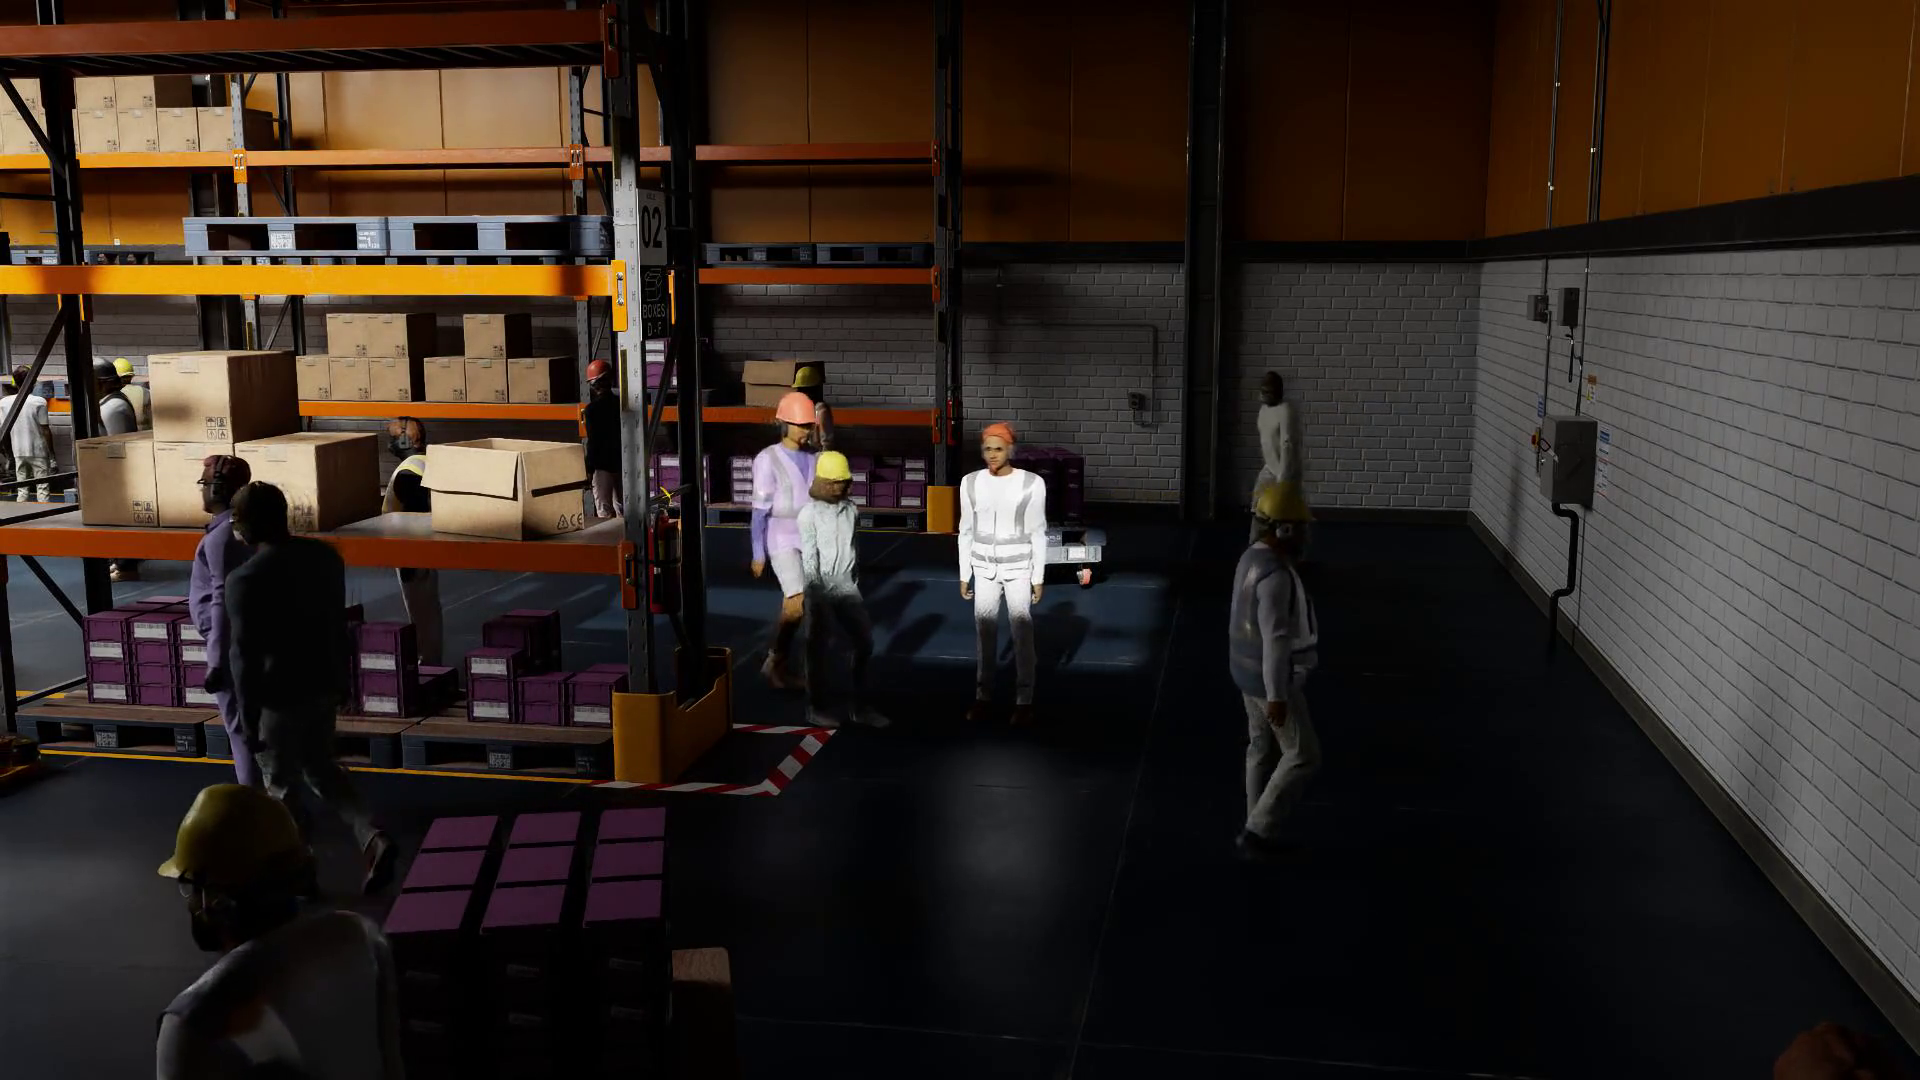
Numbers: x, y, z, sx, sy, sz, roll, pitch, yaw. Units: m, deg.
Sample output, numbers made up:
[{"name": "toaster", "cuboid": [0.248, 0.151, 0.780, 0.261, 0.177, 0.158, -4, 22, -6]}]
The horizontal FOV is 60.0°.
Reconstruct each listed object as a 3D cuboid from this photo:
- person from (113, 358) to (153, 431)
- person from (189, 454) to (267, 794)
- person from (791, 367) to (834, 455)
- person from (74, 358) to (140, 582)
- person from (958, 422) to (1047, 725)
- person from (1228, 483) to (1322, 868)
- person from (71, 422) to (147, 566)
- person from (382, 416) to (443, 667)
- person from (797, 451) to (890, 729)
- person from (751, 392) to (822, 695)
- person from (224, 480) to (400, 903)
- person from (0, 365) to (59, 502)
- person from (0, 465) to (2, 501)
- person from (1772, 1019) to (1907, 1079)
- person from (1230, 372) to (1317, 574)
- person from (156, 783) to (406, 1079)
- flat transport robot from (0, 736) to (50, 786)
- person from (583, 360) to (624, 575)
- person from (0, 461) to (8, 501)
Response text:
[{"name": "person", "cuboid": [-9.307, -1.111, 18.609, 0.404, 1.837, 0.592, 8, 12, 41]}, {"name": "person", "cuboid": [-3.577, 0.527, 8.226, 0.406, 1.910, 0.639, 0, 9, -2]}, {"name": "person", "cuboid": [-1.363, -0.652, 15.501, 0.383, 1.921, 0.586, -4, 10, -24]}, {"name": "person", "cuboid": [-7.709, -0.640, 15.053, 0.537, 2.000, 0.675, -4, 10, -25]}, {"name": "person", "cuboid": [0.256, 0.211, 10.300, 0.575, 1.877, 0.372, 3, 10, 21]}, {"name": "person", "cuboid": [1.467, 0.638, 7.794, 0.414, 1.819, 0.626, 0, 9, -1]}, {"name": "person", "cuboid": [-7.978, -0.654, 15.620, 0.558, 1.894, 0.591, 6, 11, 34]}, {"name": "person", "cuboid": [-3.666, 0.088, 11.162, 0.429, 1.840, 0.635, -1, 9, -8]}, {"name": "person", "cuboid": [-0.717, 0.323, 10.048, 0.502, 1.717, 0.651, -9, 13, -44]}, {"name": "person", "cuboid": [-1.081, 0.031, 10.976, 0.515, 2.017, 0.597, 5, 10, 28]}, {"name": "person", "cuboid": [-2.825, 0.689, 7.200, 0.646, 1.917, 0.662, 4, 10, 24]}, {"name": "person", "cuboid": [-9.364, -0.827, 16.765, 0.521, 1.865, 0.328, 0, 9, 0]}, {"name": "person", "cuboid": [-6.960, 0.008, 11.640, 0.505, 1.847, 0.344, -4, 10, -21]}, {"name": "person", "cuboid": [1.378, 1.556, 2.713, 0.502, 1.628, 0.268, 3, 10, 18]}, {"name": "person", "cuboid": [2.897, -0.595, 15.234, 0.957, 1.883, 0.651, -3, 10, -20]}, {"name": "person", "cuboid": [-1.376, 1.374, 3.393, 0.964, 1.784, 0.610, 2, 9, 14]}, {"name": "flat transport robot", "cuboid": [-5.828, 1.209, 9.056, 1.431, 0.197, 0.652, 1, 9, 9]}, {"name": "person", "cuboid": [-3.270, -0.668, 15.405, 0.393, 1.985, 0.611, 5, 10, 28]}, {"name": "person", "cuboid": [-9.951, -0.748, 17.034, 0.570, 1.622, 0.520, -6, 11, -33]}]
